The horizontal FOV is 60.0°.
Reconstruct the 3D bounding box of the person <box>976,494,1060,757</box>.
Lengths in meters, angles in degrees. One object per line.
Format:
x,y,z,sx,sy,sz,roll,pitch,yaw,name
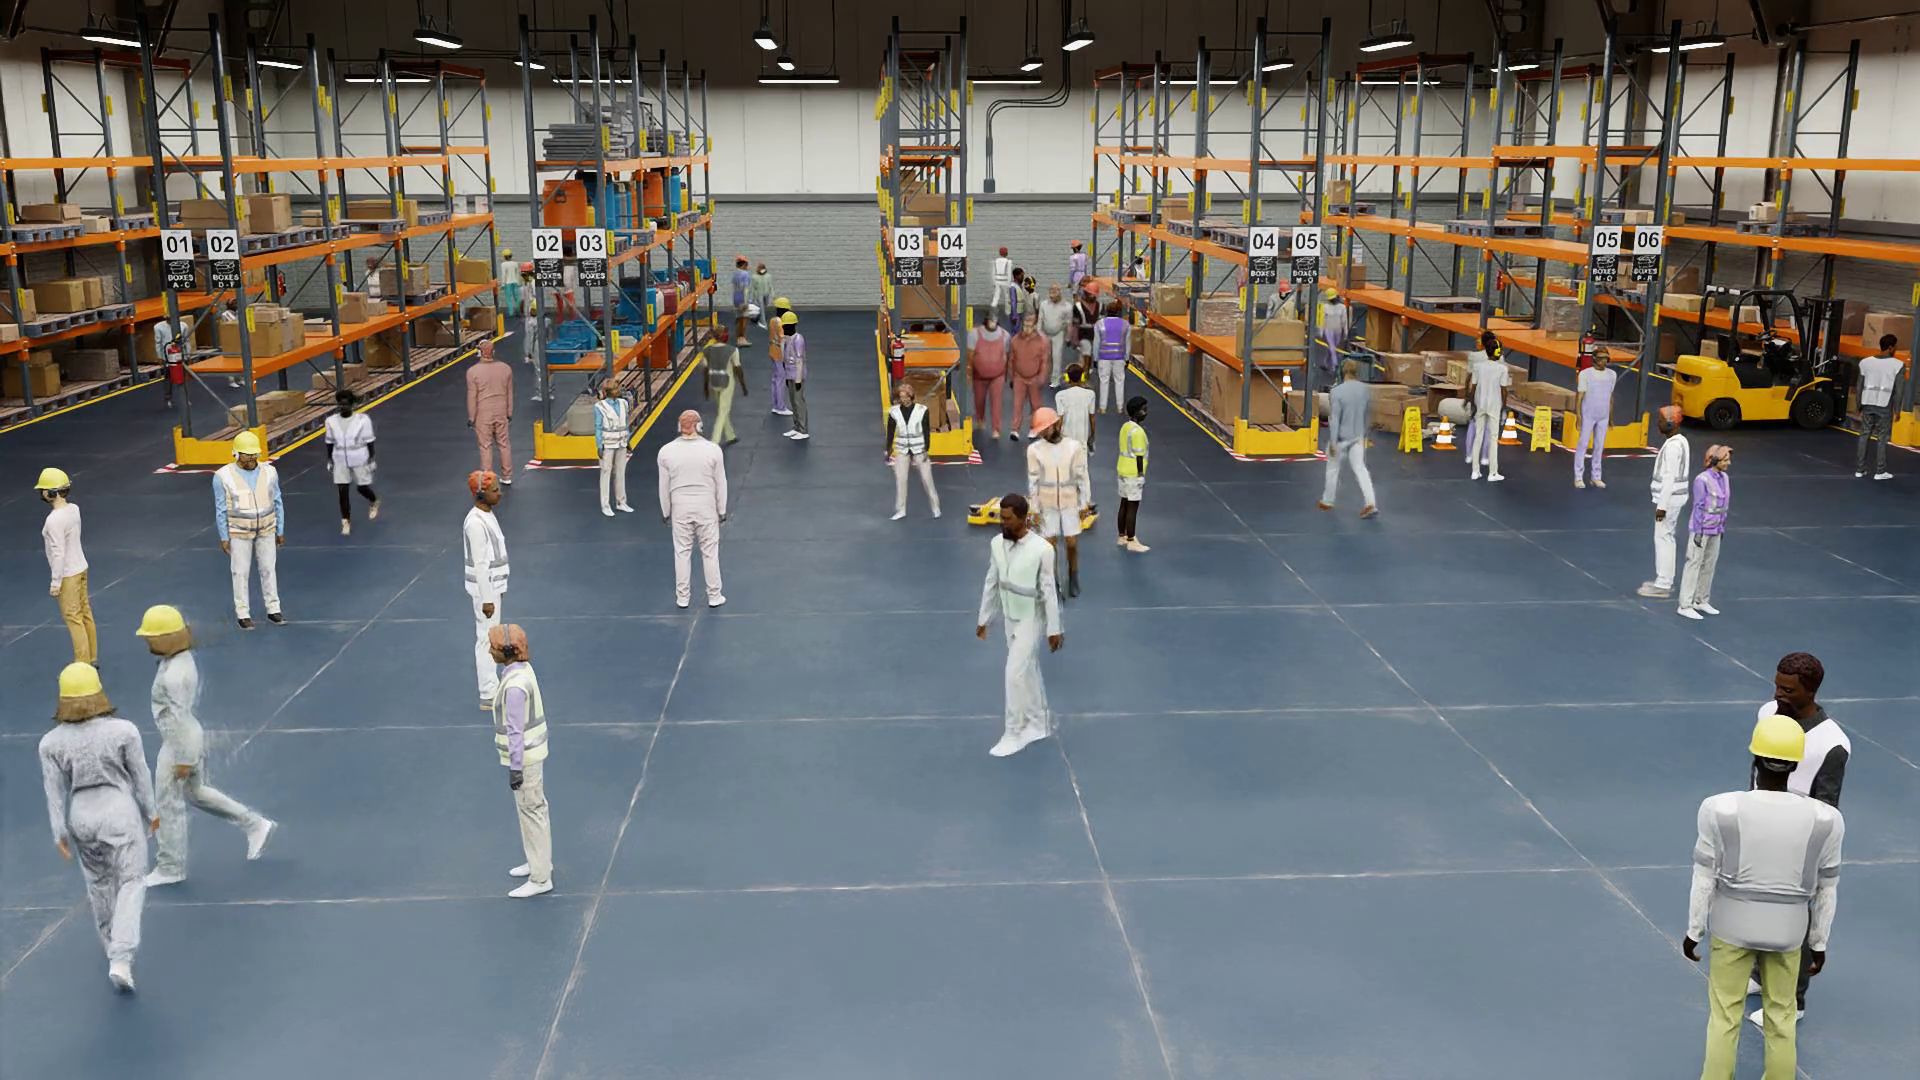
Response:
0.364,0.605,12.012,0.775,1.889,0.625,-10,17,-37,person

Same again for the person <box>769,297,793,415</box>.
-2.936,-3.017,27.287,0.373,1.928,0.584,-5,14,-21,person

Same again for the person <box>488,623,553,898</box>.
-2.570,1.275,9.752,0.318,1.630,0.513,-3,14,-12,person

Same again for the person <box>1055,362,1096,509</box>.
1.339,-1.145,19.511,0.533,1.858,0.310,-4,14,-16,person

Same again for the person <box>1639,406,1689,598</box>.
6.906,-0.377,16.223,0.356,1.877,0.586,7,15,29,person

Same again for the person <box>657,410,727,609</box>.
-2.523,-0.289,15.795,0.639,1.902,0.407,-1,13,-3,person

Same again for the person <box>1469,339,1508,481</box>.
6.958,-1.707,21.880,0.519,1.865,0.331,12,18,41,person

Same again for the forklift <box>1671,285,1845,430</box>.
12.503,-2.886,26.166,2.313,2.155,1.214,-1,13,-3,forklift

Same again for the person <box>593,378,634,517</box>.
-4.136,-1.115,19.842,0.306,1.643,0.523,10,16,36,person

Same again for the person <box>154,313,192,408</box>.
-13.267,-3.119,28.091,0.564,1.752,0.338,-11,17,-39,person

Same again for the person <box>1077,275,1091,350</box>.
2.676,-4.879,35.809,0.281,1.633,0.501,-1,13,-6,person

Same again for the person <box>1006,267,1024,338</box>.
1.149,-4.622,34.105,0.393,1.921,0.591,3,14,12,person

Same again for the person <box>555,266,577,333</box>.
-9.261,-5.832,39.119,0.620,1.969,0.808,-12,18,-40,person

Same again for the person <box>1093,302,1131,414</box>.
2.492,-2.992,27.372,0.634,1.841,0.429,-1,13,-5,person

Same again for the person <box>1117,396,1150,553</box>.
1.877,-0.719,18.046,0.322,1.699,0.535,-3,14,-12,person

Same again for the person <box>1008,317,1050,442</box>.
1.004,-2.383,24.768,0.647,1.846,0.995,3,14,11,person

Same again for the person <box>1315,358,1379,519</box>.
4.635,-1.202,19.681,0.650,1.906,0.979,-7,15,-26,person

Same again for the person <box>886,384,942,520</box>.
-0.535,-1.039,19.555,0.678,1.627,0.460,4,14,15,person

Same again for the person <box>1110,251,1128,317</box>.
4.088,-6.242,41.232,0.872,1.787,0.603,-10,16,-36,person

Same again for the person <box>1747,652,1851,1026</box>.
4.145,1.485,8.313,0.397,1.888,0.588,-2,13,-9,person

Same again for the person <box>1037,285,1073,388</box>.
1.752,-3.775,30.682,0.627,1.844,0.924,7,15,26,person

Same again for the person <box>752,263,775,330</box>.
-4.798,-5.916,40.280,0.501,1.594,0.826,-8,15,-30,person

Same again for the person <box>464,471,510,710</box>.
-3.666,0.388,12.962,0.351,1.882,0.581,-3,14,-11,person

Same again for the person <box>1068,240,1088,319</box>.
2.963,-6.595,42.217,0.388,2.037,0.605,13,18,43,person

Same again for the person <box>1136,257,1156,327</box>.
4.514,-5.973,40.219,0.576,1.745,0.409,-5,14,-22,person

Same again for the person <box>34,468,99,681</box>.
-7.356,0.278,13.679,0.313,1.769,0.525,-2,14,-10,person

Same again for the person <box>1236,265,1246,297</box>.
7.286,-6.718,43.317,0.331,1.768,0.526,2,13,10,person

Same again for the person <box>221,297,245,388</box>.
-13.292,-3.627,30.489,0.311,1.642,0.513,4,14,17,person

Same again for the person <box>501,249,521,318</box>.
-11.588,-6.606,42.841,0.326,1.767,0.533,10,16,36,person

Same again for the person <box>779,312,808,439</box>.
-2.515,-2.475,25.029,0.410,1.918,0.585,-6,14,-23,person

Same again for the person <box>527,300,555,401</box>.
-7.289,-3.293,28.854,0.294,1.744,0.484,11,17,38,person

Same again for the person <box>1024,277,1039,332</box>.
1.370,-4.184,32.377,0.329,1.864,0.512,-5,14,-19,person

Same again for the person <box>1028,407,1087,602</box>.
0.938,-0.344,16.035,0.580,1.898,0.389,0,13,1,person

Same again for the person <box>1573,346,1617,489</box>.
8.155,-1.575,21.355,0.515,1.844,0.333,-2,13,-8,person

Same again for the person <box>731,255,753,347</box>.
-4.810,-5.258,36.644,0.533,1.992,0.680,-11,17,-38,person

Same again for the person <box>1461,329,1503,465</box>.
7.224,-1.980,23.026,0.551,1.870,0.321,8,16,31,person

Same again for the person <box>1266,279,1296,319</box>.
6.537,-4.451,33.833,0.572,1.718,0.873,4,14,18,person

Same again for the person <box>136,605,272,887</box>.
-4.587,1.202,9.873,0.719,1.715,0.499,-4,14,-18,person

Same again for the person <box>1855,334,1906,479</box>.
12.147,-1.762,22.009,0.399,1.913,0.590,-9,16,-35,person

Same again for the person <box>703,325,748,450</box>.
-3.458,-2.220,24.188,0.573,1.800,0.952,6,15,25,person

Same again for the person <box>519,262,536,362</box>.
-8.796,-4.658,33.995,0.374,2.042,0.615,-8,15,-31,person

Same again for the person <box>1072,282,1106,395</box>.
2.290,-3.635,29.821,0.596,1.991,1.019,-5,14,-21,person

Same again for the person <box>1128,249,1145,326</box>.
4.341,-6.165,40.720,0.603,1.887,0.613,-7,15,-27,person

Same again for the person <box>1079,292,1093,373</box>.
2.471,-4.073,32.402,0.274,1.631,0.498,3,14,11,person

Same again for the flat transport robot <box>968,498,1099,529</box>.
0.860,-0.326,19.440,1.431,0.197,0.652,3,14,14,flat transport robot

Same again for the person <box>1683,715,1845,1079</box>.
3.503,1.698,7.317,0.592,1.925,0.385,3,14,13,person

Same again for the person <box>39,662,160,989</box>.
-4.497,1.475,8.704,0.493,1.715,0.782,-2,13,-9,person

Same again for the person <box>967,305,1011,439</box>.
0.438,-2.604,25.297,0.685,2.000,0.895,0,13,0,person

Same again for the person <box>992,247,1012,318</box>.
1.060,-6.560,42.515,0.589,1.838,1.003,7,15,28,person

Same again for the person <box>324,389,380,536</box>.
-6.914,-0.922,18.955,0.553,1.675,0.612,-1,13,-3,person

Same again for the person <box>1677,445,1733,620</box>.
6.966,-0.082,15.501,0.521,1.632,0.313,-10,16,-35,person

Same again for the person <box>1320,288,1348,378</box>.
7.136,-3.988,31.887,0.557,1.701,0.880,-3,14,-11,person

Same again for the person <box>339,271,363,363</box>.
-12.427,-4.568,33.840,0.547,1.938,0.378,-10,16,-35,person

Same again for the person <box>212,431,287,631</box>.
-6.430,-0.087,15.114,0.591,1.824,0.403,-11,17,-40,person

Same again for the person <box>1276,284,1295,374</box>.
6.225,-4.049,32.035,0.330,1.750,0.573,8,15,30,person

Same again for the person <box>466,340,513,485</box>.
-6.064,-1.623,21.432,0.407,1.908,0.642,13,18,43,person

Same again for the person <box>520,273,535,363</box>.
-8.841,-4.557,34.021,0.357,1.845,0.637,3,14,14,person
